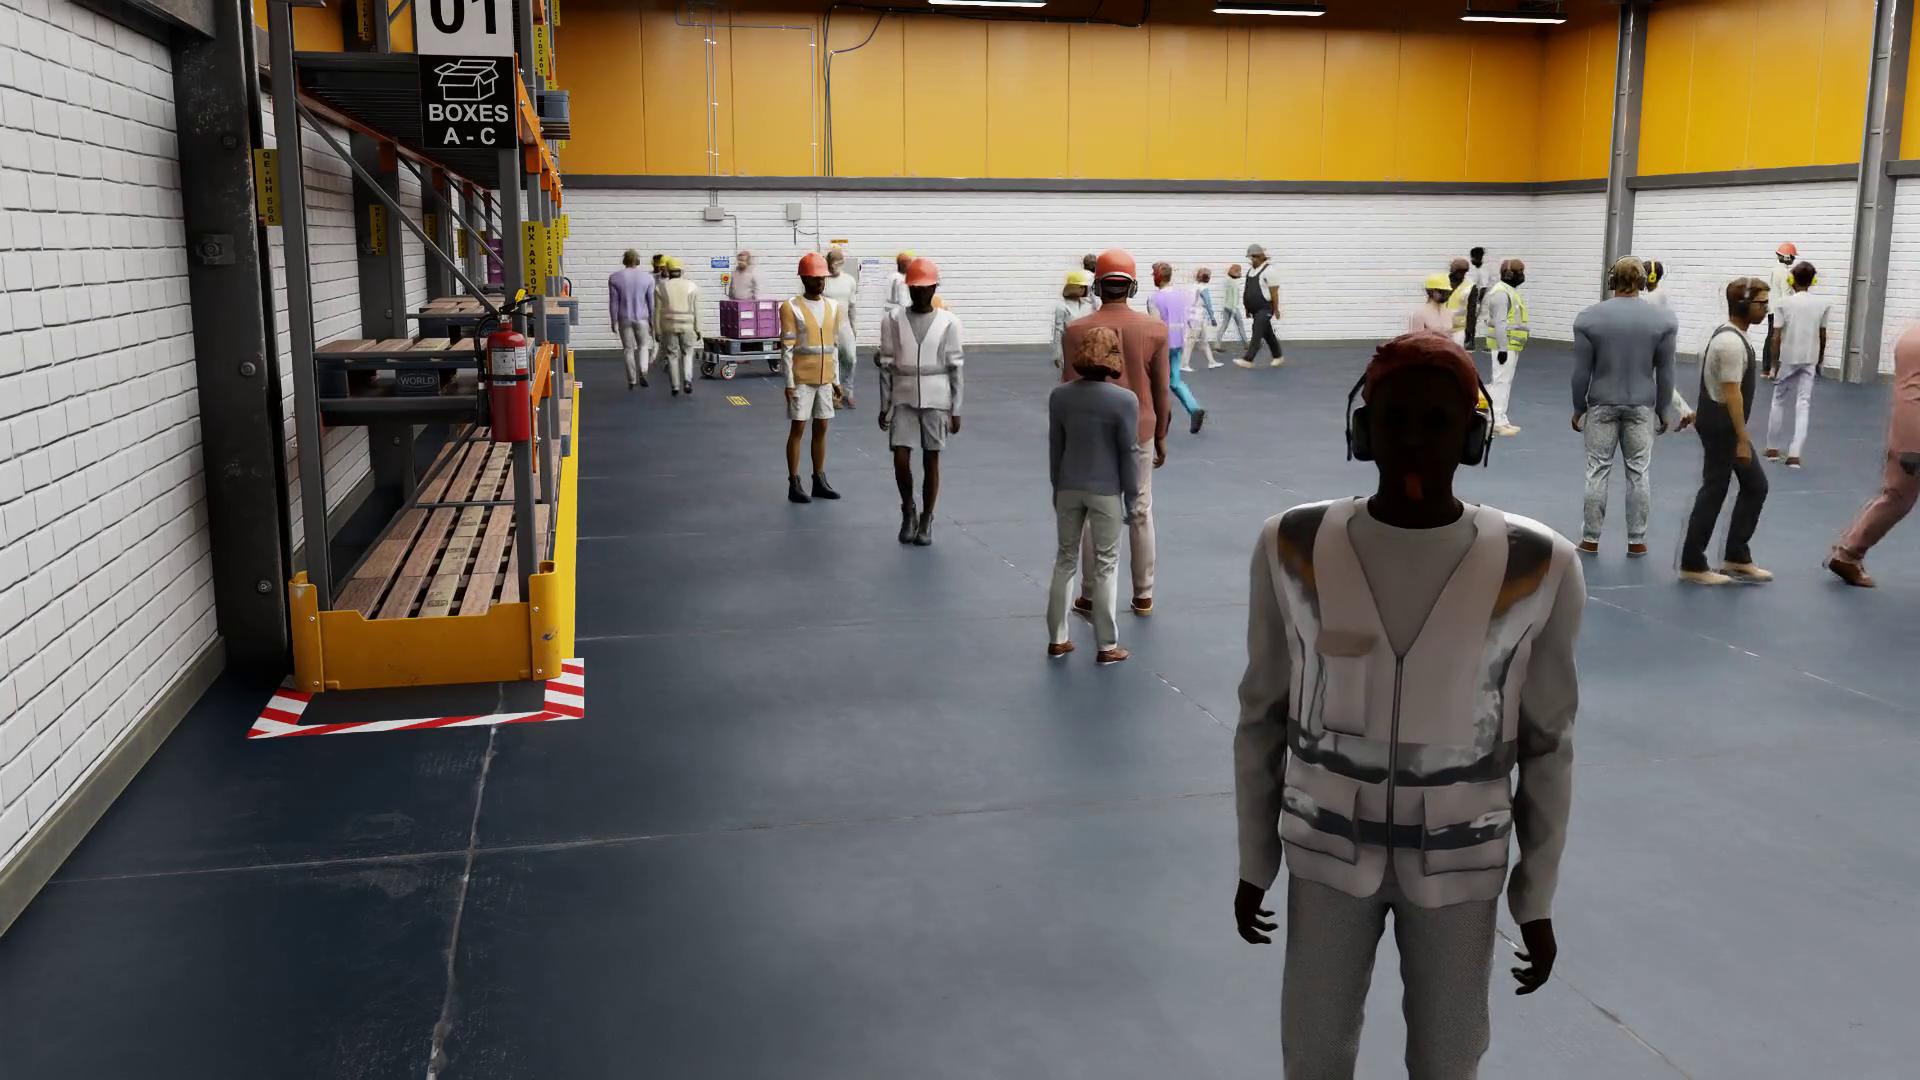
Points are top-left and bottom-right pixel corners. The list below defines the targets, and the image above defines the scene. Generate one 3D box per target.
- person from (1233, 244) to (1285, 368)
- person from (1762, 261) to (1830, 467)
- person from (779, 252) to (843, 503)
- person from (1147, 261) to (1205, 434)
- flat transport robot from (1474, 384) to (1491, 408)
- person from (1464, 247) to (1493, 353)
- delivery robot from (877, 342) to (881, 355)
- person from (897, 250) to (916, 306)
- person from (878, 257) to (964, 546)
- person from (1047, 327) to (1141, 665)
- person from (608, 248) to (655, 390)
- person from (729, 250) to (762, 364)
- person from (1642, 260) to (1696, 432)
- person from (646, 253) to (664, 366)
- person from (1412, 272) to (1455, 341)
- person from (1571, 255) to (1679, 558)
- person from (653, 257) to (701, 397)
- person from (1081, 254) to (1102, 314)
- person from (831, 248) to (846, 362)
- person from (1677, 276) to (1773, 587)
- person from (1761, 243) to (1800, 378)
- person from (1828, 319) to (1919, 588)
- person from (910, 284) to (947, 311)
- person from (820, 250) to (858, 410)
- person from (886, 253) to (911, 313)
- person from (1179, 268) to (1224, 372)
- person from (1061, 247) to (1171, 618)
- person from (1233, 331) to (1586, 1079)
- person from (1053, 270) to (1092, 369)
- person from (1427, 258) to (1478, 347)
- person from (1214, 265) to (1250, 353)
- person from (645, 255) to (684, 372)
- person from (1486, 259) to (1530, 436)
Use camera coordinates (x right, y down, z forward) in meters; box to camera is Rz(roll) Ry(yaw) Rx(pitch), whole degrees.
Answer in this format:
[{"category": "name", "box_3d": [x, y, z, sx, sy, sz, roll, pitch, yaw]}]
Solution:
[{"category": "person", "box_3d": [4.878, -3.787, 26.690, 1.039, 2.000, 0.725, -4, 11, -19]}, {"category": "person", "box_3d": [7.605, -1.603, 15.150, 0.514, 1.834, 0.829, 3, 11, 15]}, {"category": "person", "box_3d": [-1.142, -1.265, 12.998, 0.546, 1.939, 0.375, -8, 13, -39]}, {"category": "person", "box_3d": [2.194, -2.006, 17.436, 0.576, 1.825, 0.789, -9, 13, -40]}, {"category": "flat transport robot", "box_3d": [6.310, -1.781, 20.481, 0.652, 0.197, 1.431, 2, 10, 12]}, {"category": "person", "box_3d": [9.337, -4.286, 29.834, 0.878, 1.897, 0.618, 0, 10, -1]}, {"category": "delivery robot", "box_3d": [-0.945, -3.054, 26.486, 0.707, 0.478, 0.477, -6, 12, -28]}, {"category": "person", "box_3d": [-0.899, -3.957, 28.122, 1.031, 1.856, 0.621, -4, 11, -19]}, {"category": "person", "box_3d": [-0.263, -0.903, 11.031, 0.579, 1.921, 0.452, 0, 10, 2]}, {"category": "person", "box_3d": [0.643, -0.213, 8.053, 0.501, 1.623, 0.307, 7, 12, 34]}, {"category": "person", "box_3d": [-4.461, -2.997, 22.656, 0.628, 1.926, 0.427, -2, 11, -13]}, {"category": "person", "box_3d": [-3.562, -3.840, 27.435, 0.729, 1.875, 0.452, 7, 13, 35]}, {"category": "person", "box_3d": [7.375, -2.040, 17.611, 0.927, 1.834, 0.528, 5, 11, 27]}, {"category": "person", "box_3d": [-4.954, -3.780, 27.254, 0.576, 1.826, 0.823, 3, 11, 15]}, {"category": "person", "box_3d": [4.437, -1.670, 15.786, 0.528, 1.743, 0.787, -5, 11, -24]}, {"category": "person", "box_3d": [4.241, -0.847, 10.685, 0.631, 1.940, 0.372, 3, 11, 18]}, {"category": "person", "box_3d": [-3.691, -2.770, 21.667, 0.617, 1.814, 0.430, -3, 11, -16]}, {"category": "person", "box_3d": [1.988, -3.337, 24.812, 0.804, 1.814, 0.628, -3, 11, -15]}, {"category": "person", "box_3d": [-2.050, -3.861, 27.523, 0.870, 1.886, 0.555, -8, 13, -38]}, {"category": "person", "box_3d": [4.566, -0.613, 9.698, 0.653, 1.822, 0.553, 5, 11, 27]}, {"category": "person", "box_3d": [12.110, -3.376, 24.542, 0.390, 1.991, 0.623, 1, 10, 6]}, {"category": "person", "box_3d": [5.520, -0.598, 9.551, 0.715, 1.857, 0.880, -7, 13, -35]}, {"category": "person", "box_3d": [-0.354, -2.348, 19.755, 0.537, 1.666, 0.802, -9, 14, -42]}, {"category": "person", "box_3d": [-1.490, -2.501, 19.906, 0.651, 1.914, 0.595, -5, 12, -27]}, {"category": "person", "box_3d": [-0.878, -3.115, 23.497, 0.347, 1.858, 0.692, -3, 11, -15]}, {"category": "person", "box_3d": [3.775, -3.398, 25.747, 0.832, 1.597, 0.524, -2, 10, -8]}, {"category": "person", "box_3d": [0.835, -0.571, 8.995, 0.609, 1.996, 0.379, -1, 10, -6]}, {"category": "person", "box_3d": [0.760, 0.581, 2.920, 0.575, 1.884, 0.355, 4, 11, 19]}, {"category": "person", "box_3d": [1.212, -1.914, 17.195, 0.552, 1.726, 0.497, 9, 14, 42]}, {"category": "person", "box_3d": [6.312, -2.750, 21.620, 0.764, 1.803, 0.459, 6, 12, 32]}, {"category": "person", "box_3d": [5.003, -4.185, 30.150, 0.849, 1.588, 0.503, -3, 11, -17]}, {"category": "person", "box_3d": [-4.546, -3.466, 25.566, 0.604, 1.795, 0.801, 1, 10, 6]}, {"category": "person", "box_3d": [5.748, -2.017, 17.454, 0.429, 1.842, 0.643, 5, 11, 27]}]
